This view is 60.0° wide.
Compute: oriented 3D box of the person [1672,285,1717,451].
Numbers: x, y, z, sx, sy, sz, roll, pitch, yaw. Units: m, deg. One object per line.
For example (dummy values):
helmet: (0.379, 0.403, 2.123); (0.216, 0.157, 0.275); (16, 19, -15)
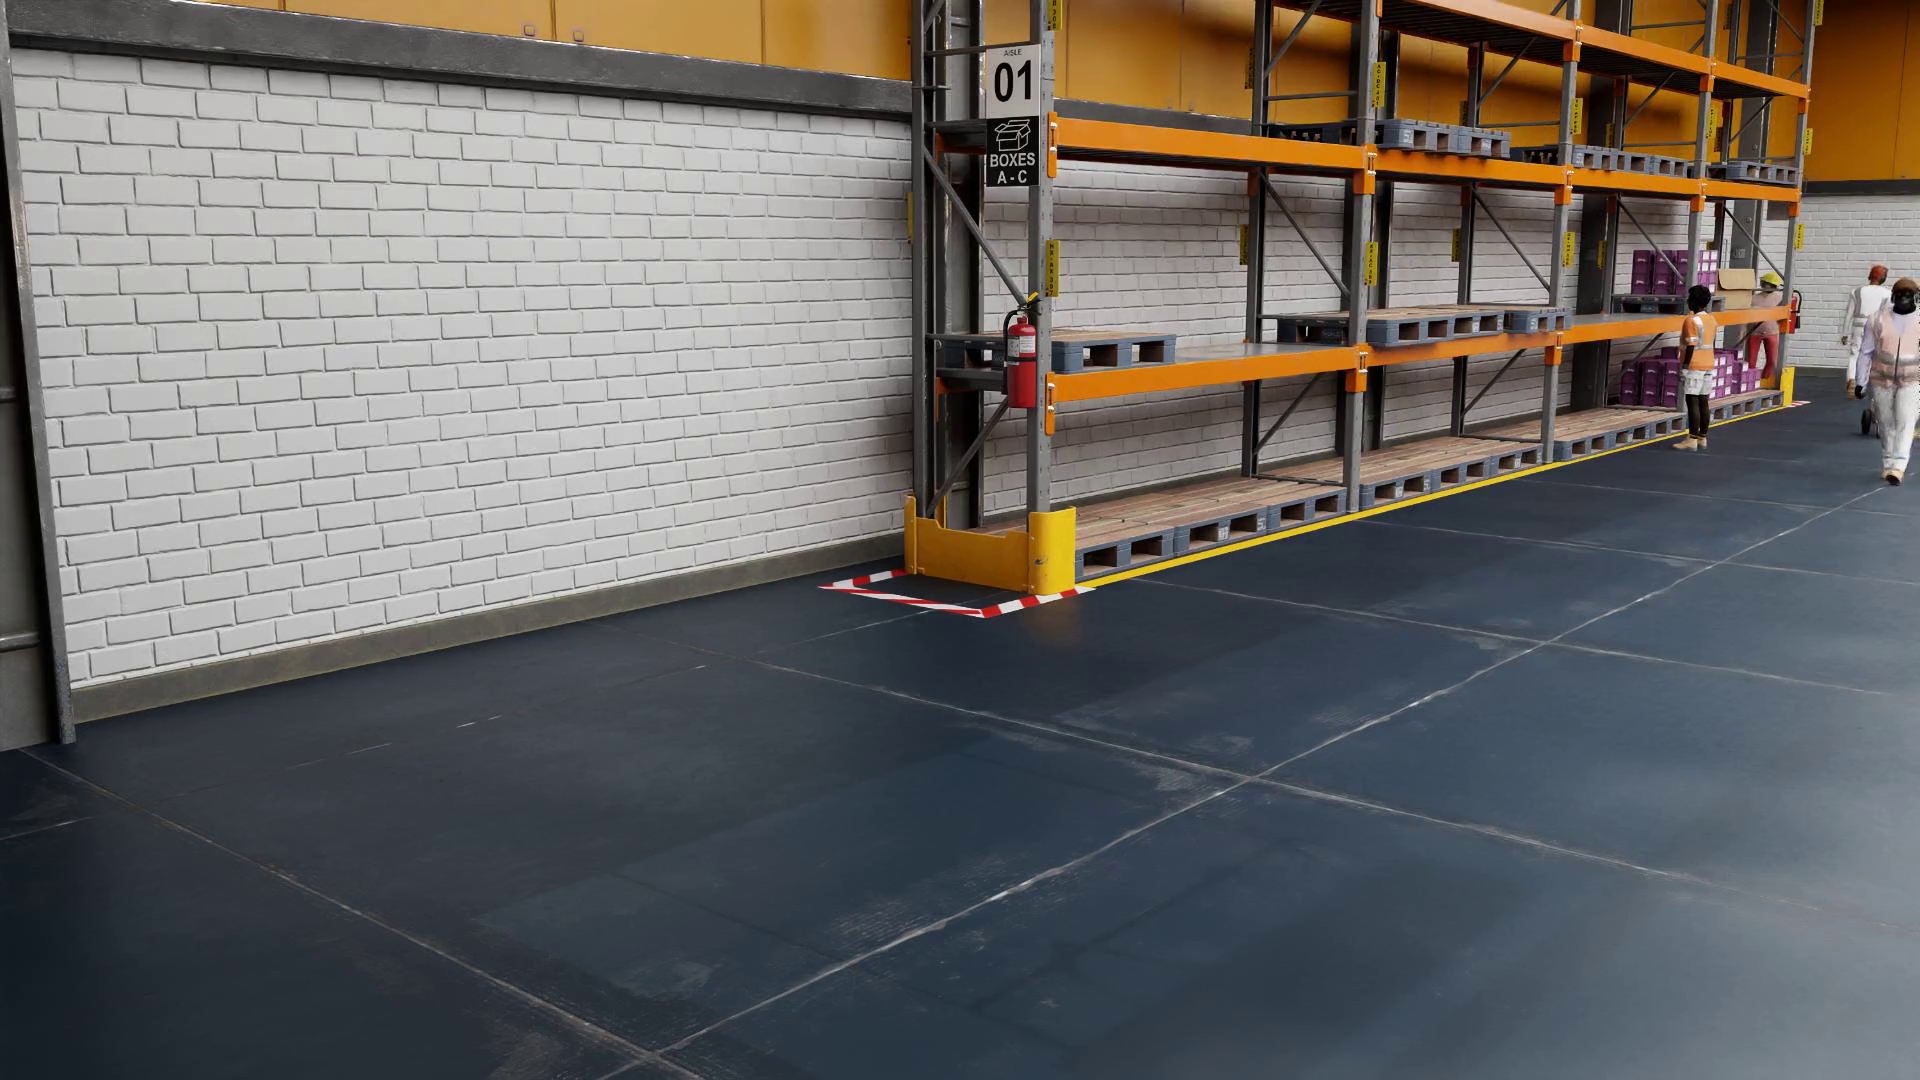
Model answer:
person: (7.565, -1.764, 17.100); (0.537, 1.696, 0.321); (-9, 13, -40)

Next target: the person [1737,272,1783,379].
person: (11.086, -2.825, 23.004); (0.623, 1.748, 0.401); (2, 10, 10)

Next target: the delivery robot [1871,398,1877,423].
delivery robot: (10.242, -1.448, 18.286); (0.477, 0.478, 0.707); (4, 11, 22)

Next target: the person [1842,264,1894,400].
person: (12.346, -2.815, 22.642); (0.596, 1.860, 0.828); (7, 12, 34)

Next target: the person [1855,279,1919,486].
person: (8.223, -1.382, 14.636); (0.647, 1.796, 0.931); (7, 12, 36)
